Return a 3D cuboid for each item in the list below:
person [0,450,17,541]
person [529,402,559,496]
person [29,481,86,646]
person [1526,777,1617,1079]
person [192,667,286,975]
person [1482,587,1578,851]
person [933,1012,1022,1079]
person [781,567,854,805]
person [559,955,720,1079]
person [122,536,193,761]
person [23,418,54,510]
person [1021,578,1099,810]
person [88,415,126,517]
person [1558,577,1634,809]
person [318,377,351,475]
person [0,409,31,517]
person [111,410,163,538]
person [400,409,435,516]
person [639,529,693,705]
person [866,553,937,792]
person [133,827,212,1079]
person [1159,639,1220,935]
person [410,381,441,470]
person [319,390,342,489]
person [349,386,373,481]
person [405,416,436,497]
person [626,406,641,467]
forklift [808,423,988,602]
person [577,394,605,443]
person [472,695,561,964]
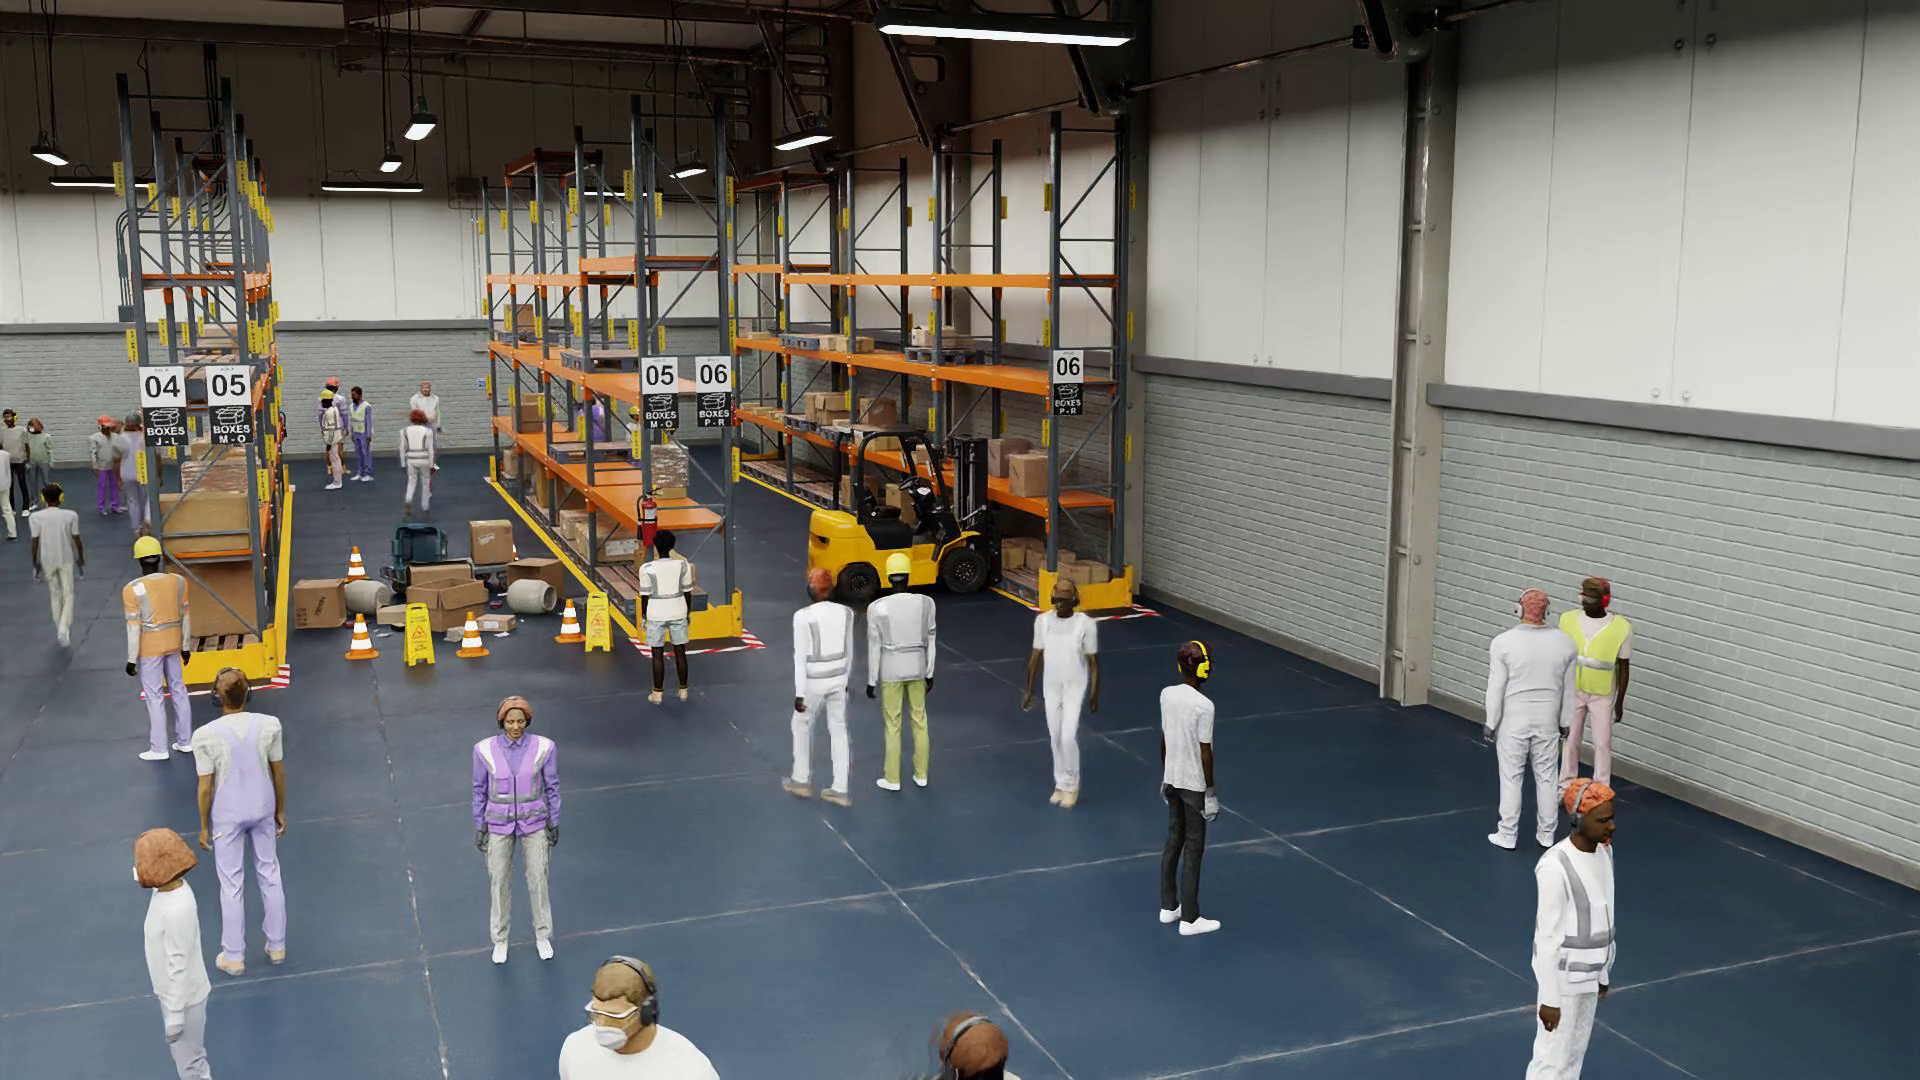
[{"bbox_3d":[-14.988,-0.822,25.784,0.389,1.739,0.578,4,10,24],"label":"person"},{"bbox_3d":[-7.729,-1.702,31.205,0.872,1.768,0.620,-5,10,-30],"label":"person"},{"bbox_3d":[-10.094,0.269,18.599,0.520,1.848,0.802,-3,10,-19],"label":"person"},{"bbox_3d":[2.789,1.996,7.573,0.338,1.882,0.582,9,12,43],"label":"person"},{"bbox_3d":[-4.260,1.651,9.866,0.508,1.847,0.345,-8,12,-39],"label":"person"},{"bbox_3d":[4.080,1.287,11.972,0.652,1.906,0.402,-1,9,-3],"label":"person"},{"bbox_3d":[-0.030,2.371,5.425,0.698,1.819,0.646,7,11,37],"label":"person"},{"bbox_3d":[-1.139,1.124,13.123,0.621,1.856,0.792,-8,12,-39],"label":"person"},{"bbox_3d":[-1.069,2.294,5.560,0.627,1.933,0.366,5,10,27],"label":"person"},{"bbox_3d":[-6.855,0.923,14.197,0.375,1.922,0.594,5,10,28],"label":"person"},{"bbox_3d":[-16.270,-1.341,29.363,0.501,1.632,0.288,-2,9,-12],"label":"person"},{"bbox_3d":[0.777,1.183,12.881,0.533,1.823,0.537,5,10,30],"label":"person"},{"bbox_3d":[-14.648,-1.278,28.588,0.326,1.752,0.563,5,10,27],"label":"person"},{"bbox_3d":[4.848,1.188,12.787,0.567,1.844,0.389,7,11,38],"label":"person"},{"bbox_3d":[-12.949,-2.350,34.434,0.610,2.043,0.375,1,9,3],"label":"person"},{"bbox_3d":[-16.201,-1.317,28.475,0.531,1.870,0.316,-1,9,-9],"label":"person"},{"bbox_3d":[-12.928,-1.035,26.164,0.701,2.000,0.536,-3,10,-20],"label":"person"},{"bbox_3d":[-9.300,-1.311,28.466,0.585,1.865,0.734,0,9,-2],"label":"person"},{"bbox_3d":[-2.839,0.740,16.066,0.541,1.696,0.315,-5,10,-27],"label":"person"},{"bbox_3d":[-0.477,1.062,13.339,0.585,1.921,0.383,-4,10,-22],"label":"person"},{"bbox_3d":[-3.594,2.113,7.639,0.275,1.627,0.516,-6,11,-32],"label":"person"},{"bbox_3d":[1.451,1.549,10.479,0.335,1.860,0.508,-5,10,-29],"label":"person"},{"bbox_3d":[-11.321,-2.421,35.326,0.640,1.904,0.401,-8,12,-41],"label":"person"},{"bbox_3d":[-12.194,-1.946,32.248,0.370,1.929,0.585,-2,9,-13],"label":"person"},{"bbox_3d":[-12.068,-2.142,33.541,0.590,1.913,0.393,6,11,33],"label":"person"},{"bbox_3d":[-10.099,-1.608,31.115,0.616,1.611,0.513,5,10,30],"label":"person"},{"bbox_3d":[-5.937,-1.584,30.477,0.326,1.769,0.524,3,9,18],"label":"person"},{"bbox_3d":[-0.830,-0.399,21.676,2.313,2.155,1.214,-4,10,-21],"label":"forklift"},{"bbox_3d":[-7.230,-1.993,32.915,0.662,1.804,0.695,0,9,-2],"label":"person"},{"bbox_3d":[-2.664,1.734,10.024,0.514,1.634,0.313,-2,9,-14],"label":"person"}]
